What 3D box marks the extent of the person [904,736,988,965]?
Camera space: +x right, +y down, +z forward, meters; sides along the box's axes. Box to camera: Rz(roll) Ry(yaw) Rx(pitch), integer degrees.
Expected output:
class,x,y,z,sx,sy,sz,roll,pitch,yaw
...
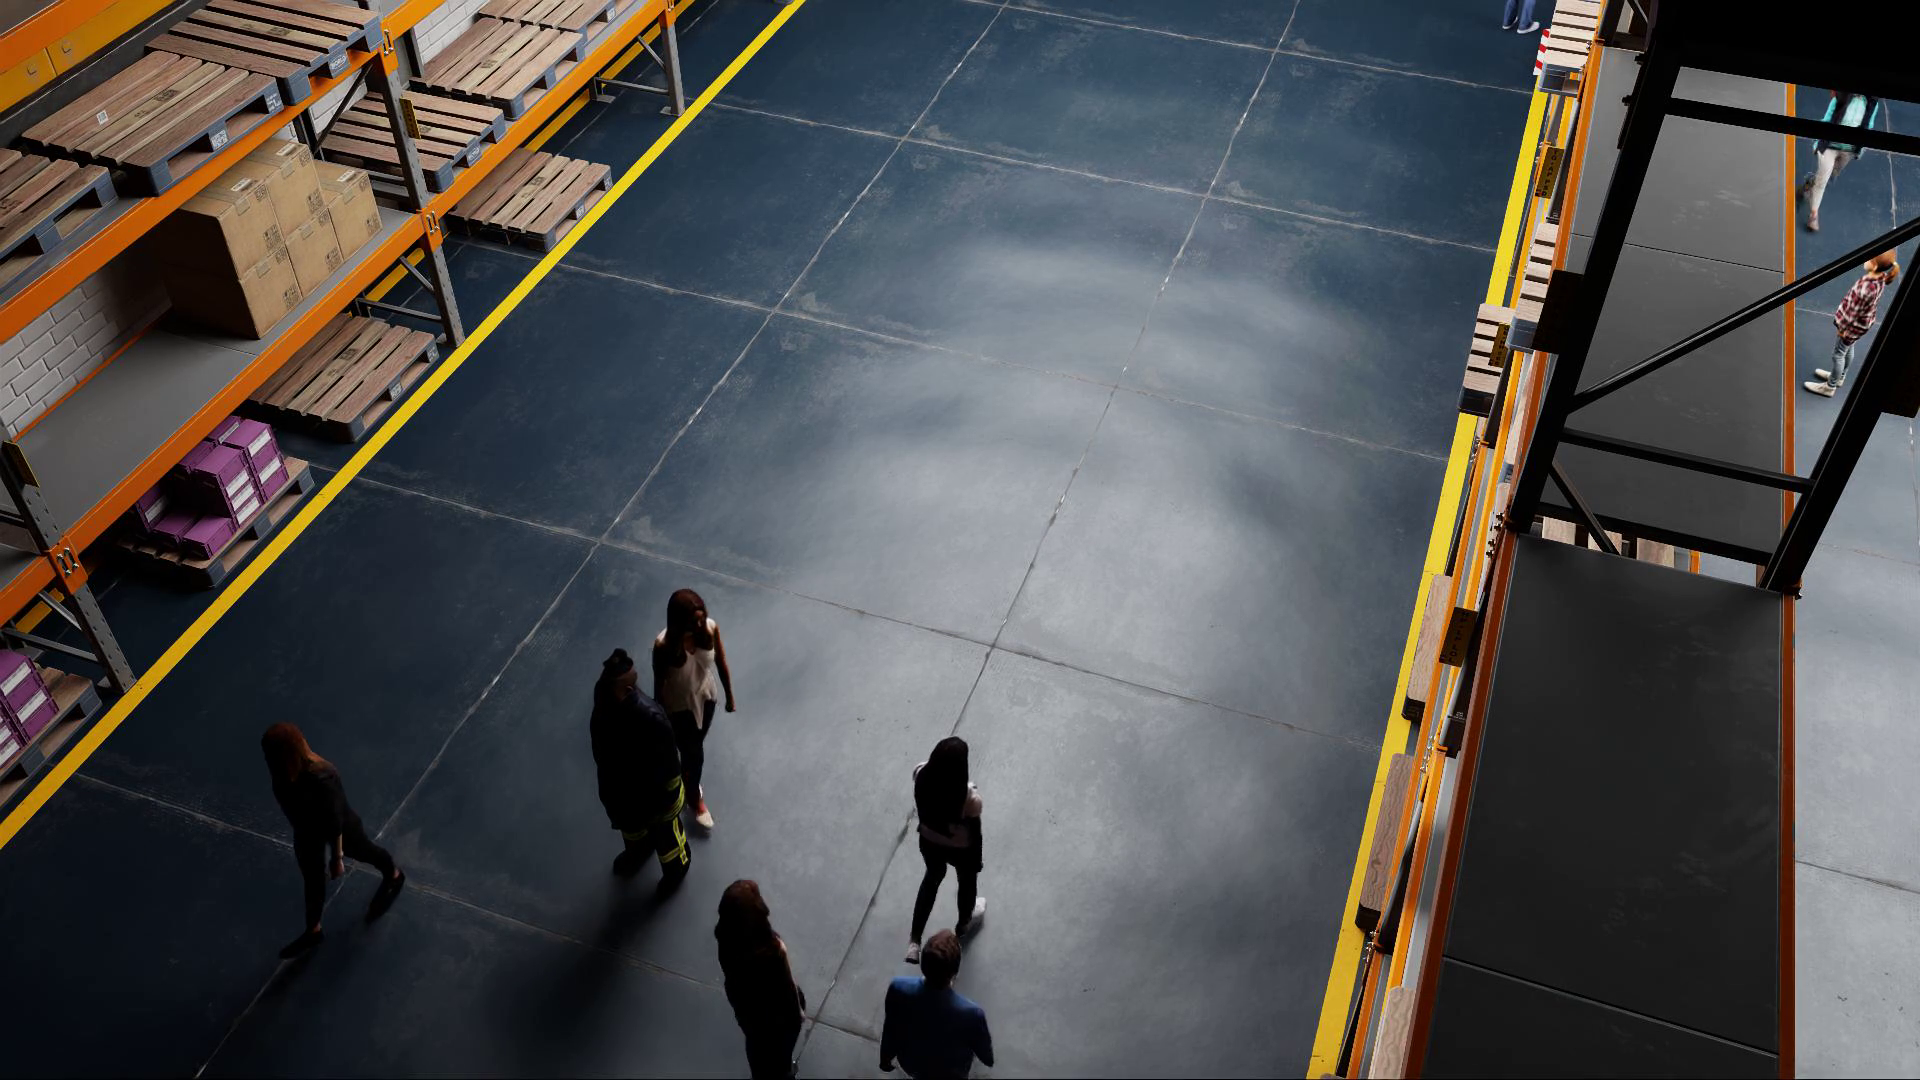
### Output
class,x,y,z,sx,sy,sz,roll,pitch,yaw
person,-0.105,1.699,8.950,0.712,1.761,0.975,23,48,22

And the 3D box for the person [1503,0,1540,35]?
class,x,y,z,sx,sy,sz,roll,pitch,yaw
person,5.936,-6.107,17.152,0.671,1.749,0.672,-34,53,-30

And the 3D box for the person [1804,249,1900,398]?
class,x,y,z,sx,sy,sz,roll,pitch,yaw
person,6.926,-1.695,12.844,0.651,1.303,0.540,33,52,30

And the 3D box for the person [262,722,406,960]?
class,x,y,z,sx,sy,sz,roll,pitch,yaw
person,-3.410,1.523,9.193,0.738,1.680,1.073,21,47,20

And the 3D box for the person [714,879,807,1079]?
class,x,y,z,sx,sy,sz,roll,pitch,yaw
person,-1.036,2.345,8.293,0.616,1.732,0.606,13,45,13

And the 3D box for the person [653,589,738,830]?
class,x,y,z,sx,sy,sz,roll,pitch,yaw
person,-1.640,0.883,9.805,0.808,1.762,0.855,-26,49,-24

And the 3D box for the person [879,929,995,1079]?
class,x,y,z,sx,sy,sz,roll,pitch,yaw
person,-0.163,2.577,8.023,0.739,1.769,1.121,17,46,17

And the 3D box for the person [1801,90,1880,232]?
class,x,y,z,sx,sy,sz,roll,pitch,yaw
person,7.705,-3.504,14.616,0.704,1.479,0.971,5,44,5

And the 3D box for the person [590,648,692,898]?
class,x,y,z,sx,sy,sz,roll,pitch,yaw
person,-1.801,1.289,9.308,0.845,1.861,0.809,28,50,26
